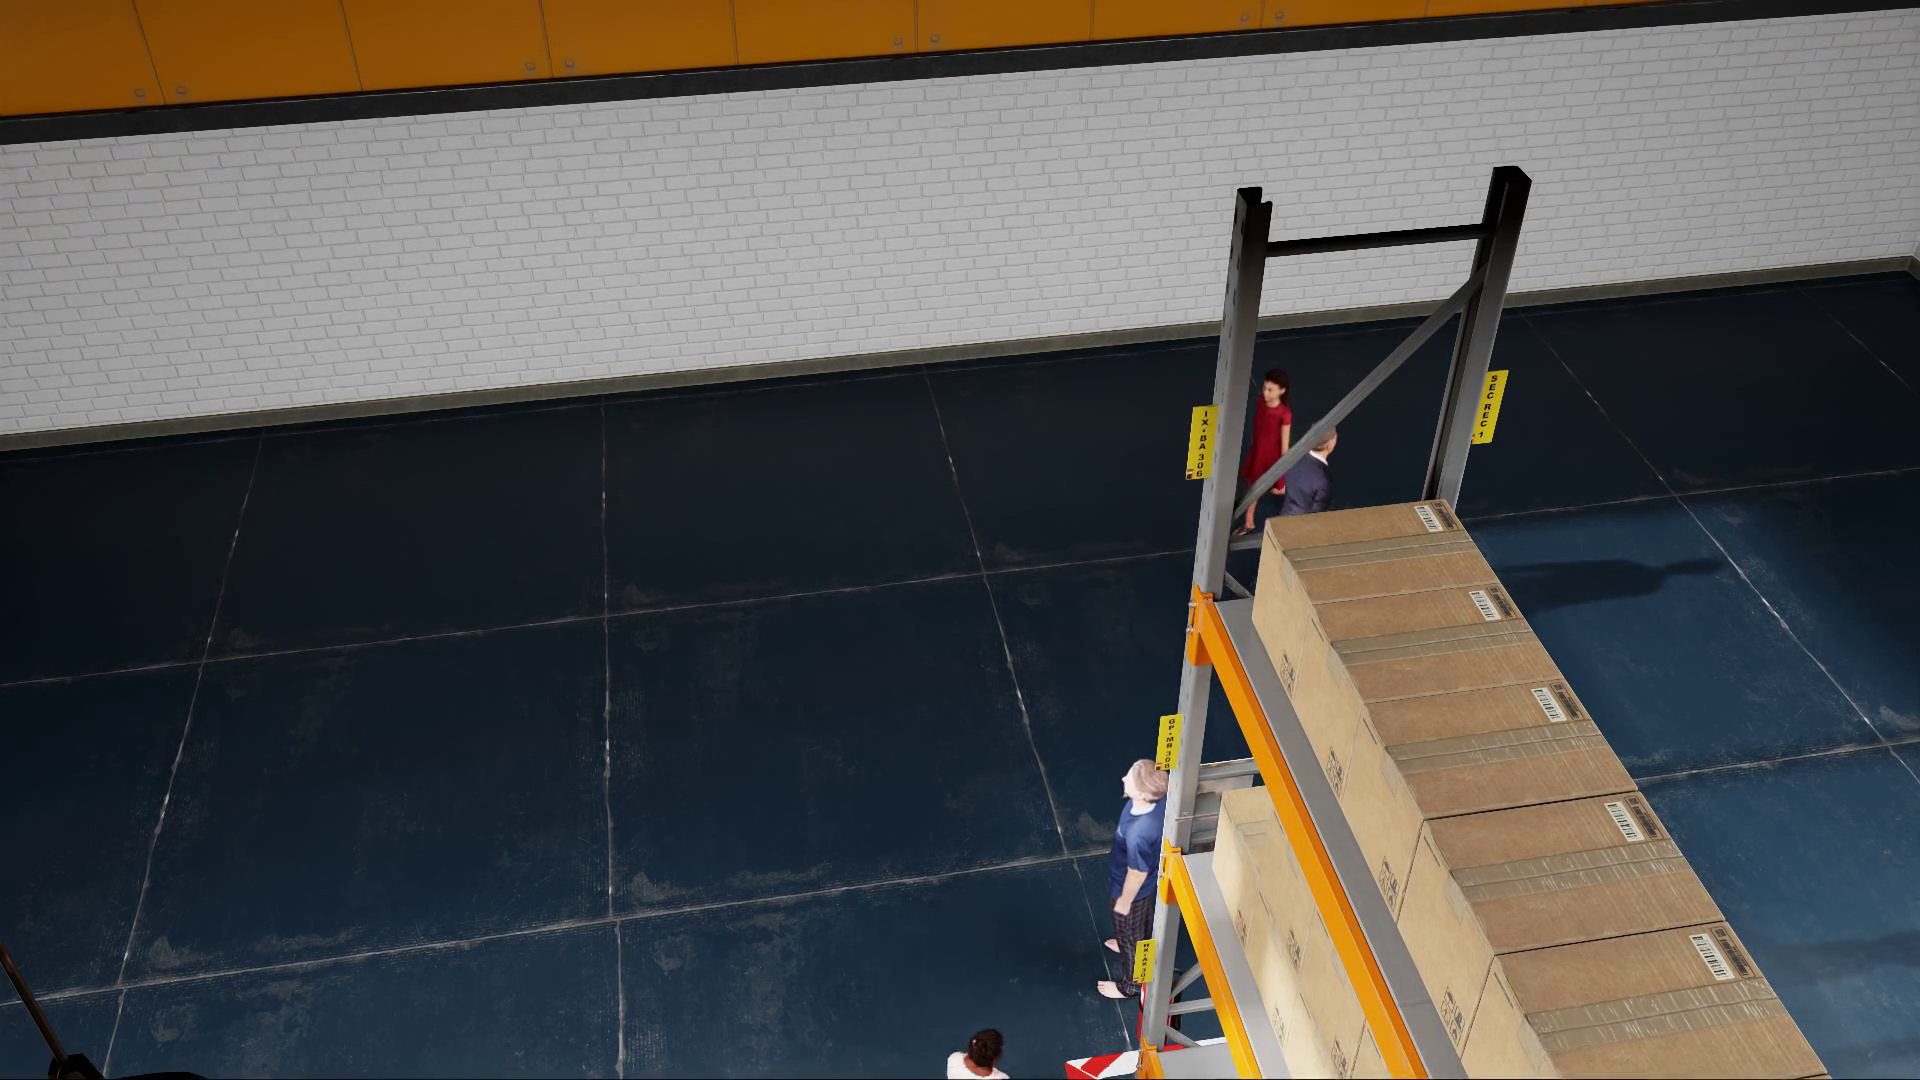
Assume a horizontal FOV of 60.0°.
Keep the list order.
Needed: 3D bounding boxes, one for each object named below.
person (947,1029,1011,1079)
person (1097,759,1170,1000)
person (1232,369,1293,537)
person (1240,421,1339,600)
[{"bbox_3d":[0.061,3.063,8.711,0.753,1.440,0.829,17,42,20],"label":"person"},{"bbox_3d":[1.029,1.967,9.737,0.795,1.872,0.644,10,40,12],"label":"person"},{"bbox_3d":[2.530,-0.729,13.383,0.906,1.535,0.947,-30,47,-32],"label":"person"},{"bbox_3d":[2.466,-0.085,12.377,1.029,1.784,1.204,-20,43,-24],"label":"person"}]
